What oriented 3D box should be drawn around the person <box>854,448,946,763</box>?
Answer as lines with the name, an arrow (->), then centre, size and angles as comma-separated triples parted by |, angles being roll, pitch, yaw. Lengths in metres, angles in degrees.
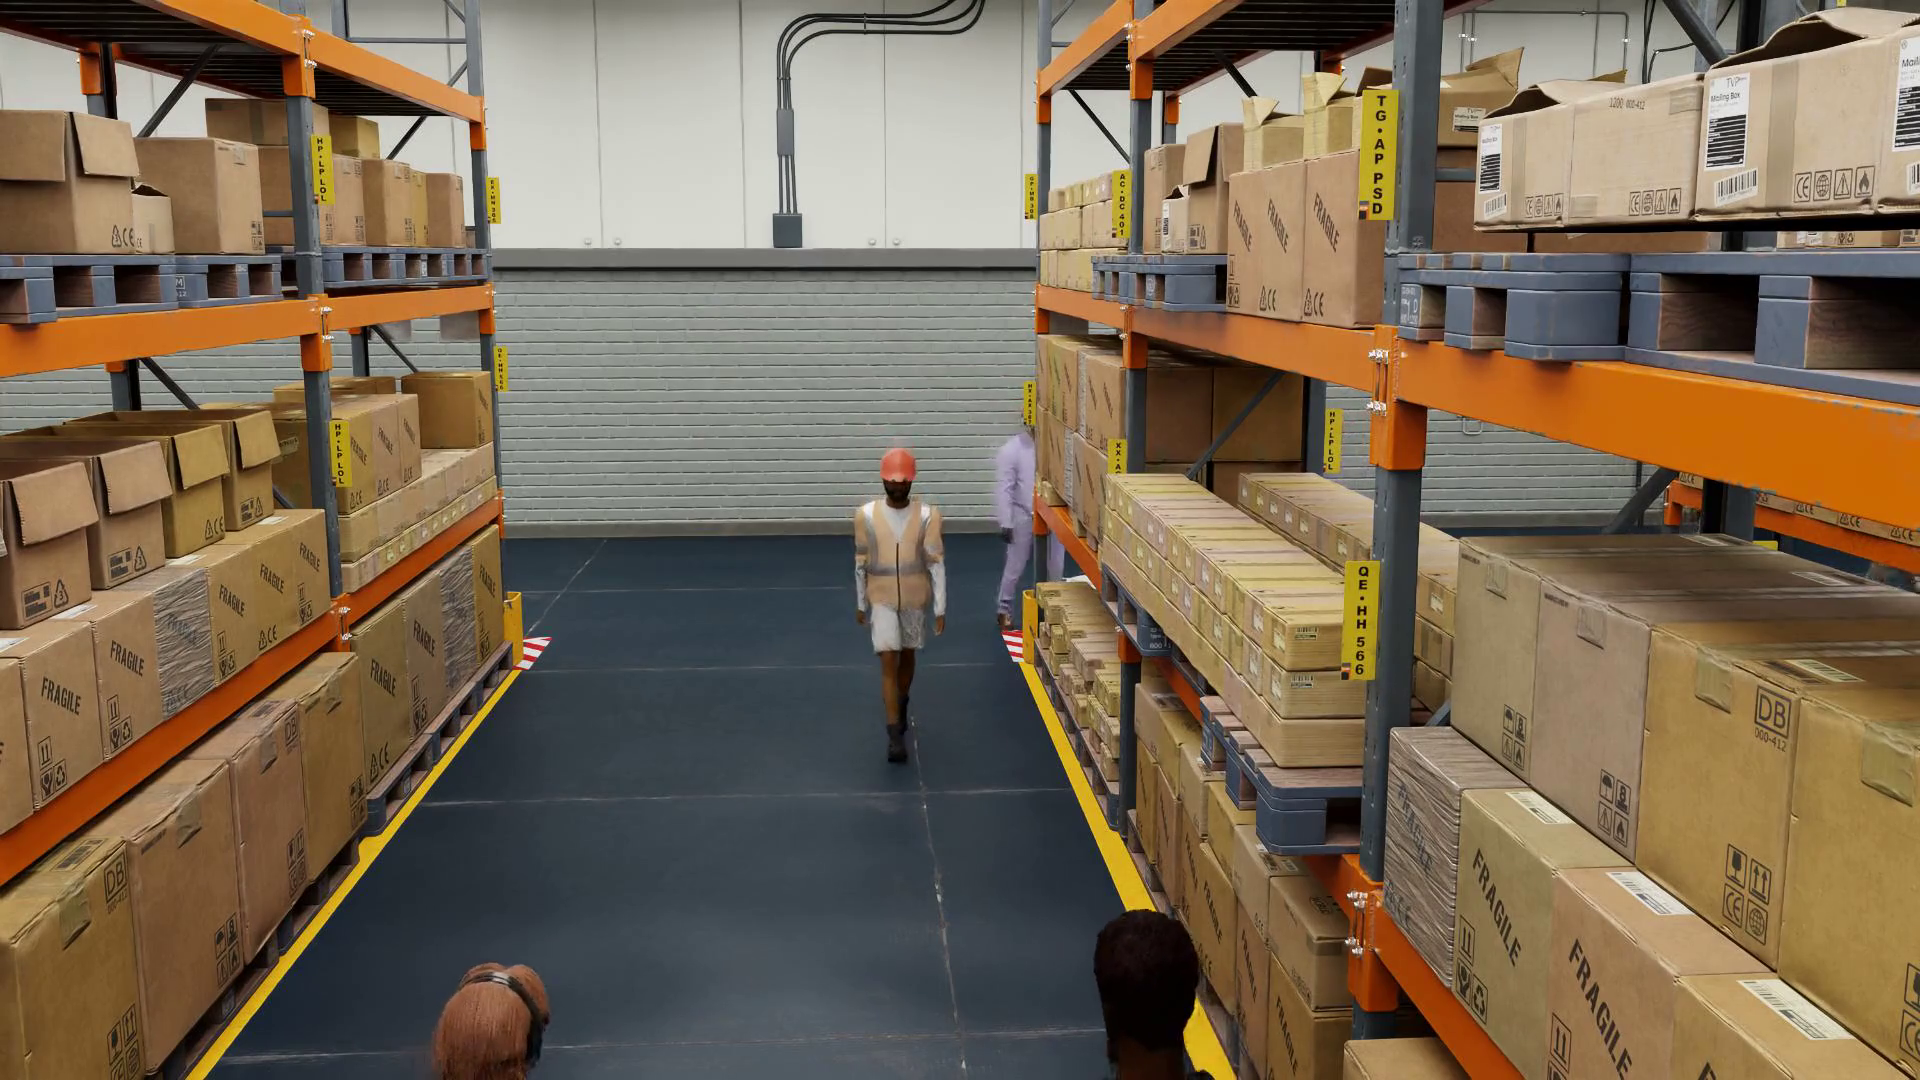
person -> -0.372, 0.359, 10.321 | 0.557, 1.886, 1.010 | -1, 10, -4

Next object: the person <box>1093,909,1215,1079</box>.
person -> 0.326, 1.592, 3.117 | 0.600, 1.853, 1.018 | -1, 10, -8

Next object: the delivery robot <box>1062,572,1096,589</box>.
delivery robot -> 1.075, 0.440, 13.446 | 0.707, 0.478, 0.477 | 3, 10, 15

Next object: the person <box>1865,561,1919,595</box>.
person -> 7.314, 0.023, 13.108 | 0.842, 1.592, 0.546 | 8, 13, 39

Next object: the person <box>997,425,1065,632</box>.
person -> 0.606, -0.162, 13.393 | 0.678, 1.899, 0.650 | -4, 10, -22

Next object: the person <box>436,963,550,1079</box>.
person -> -0.933, 1.649, 3.522 | 0.535, 1.589, 0.855 | 0, 10, 2

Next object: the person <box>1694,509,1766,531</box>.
person -> 6.452, -0.319, 14.027 | 1.088, 1.985, 0.613 | 0, 10, -2
